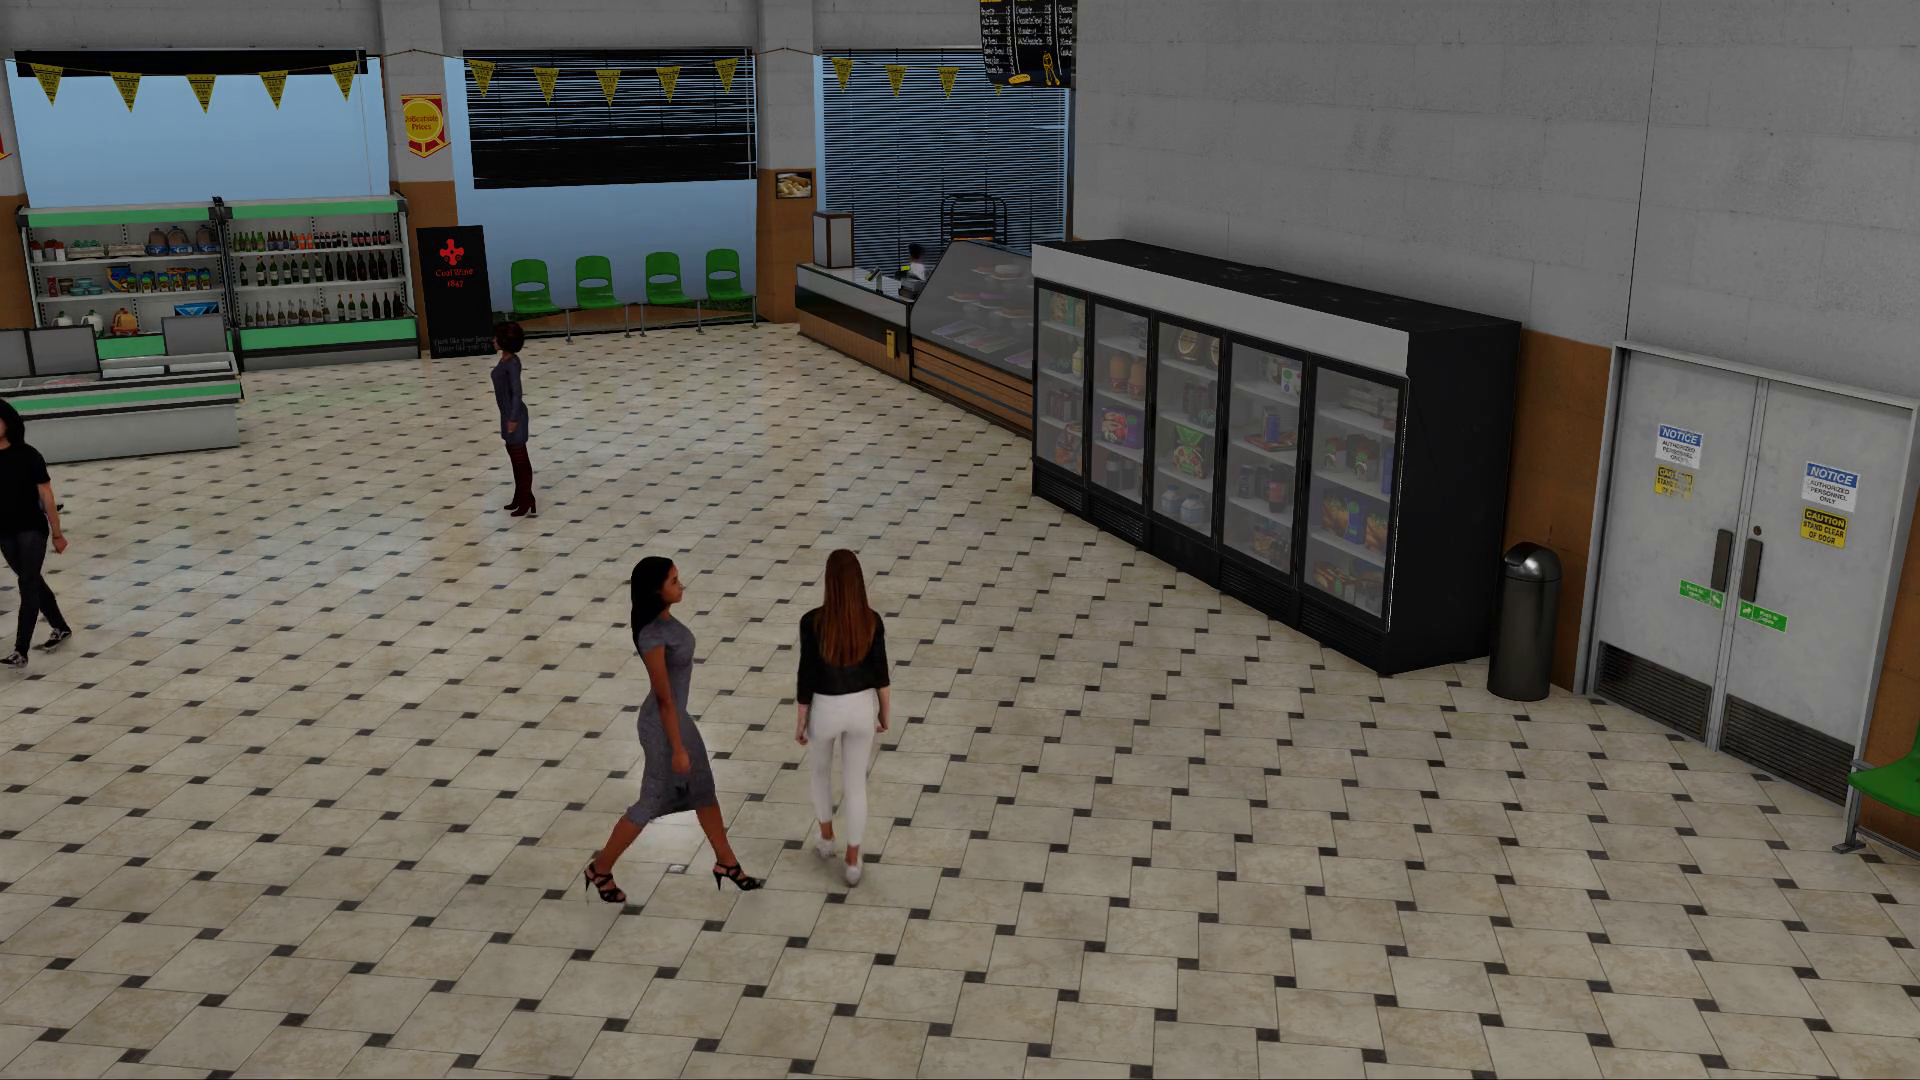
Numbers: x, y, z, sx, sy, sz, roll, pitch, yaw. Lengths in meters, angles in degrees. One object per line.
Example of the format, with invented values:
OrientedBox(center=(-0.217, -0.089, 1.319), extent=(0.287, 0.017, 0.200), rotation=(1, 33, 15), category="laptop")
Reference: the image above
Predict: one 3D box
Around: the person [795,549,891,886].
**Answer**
OrientedBox(center=(-0.577, 0.898, 8.152), extent=(0.748, 1.690, 0.800), rotation=(-2, 17, -8), category="person")

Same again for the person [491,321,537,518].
OrientedBox(center=(-3.919, -1.072, 14.605), extent=(0.503, 1.710, 0.578), rotation=(-7, 18, -23), category="person")

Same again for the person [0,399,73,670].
OrientedBox(center=(-6.262, -0.083, 11.193), extent=(1.131, 1.802, 1.079), rotation=(2, 17, 8), category="person")

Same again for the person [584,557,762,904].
OrientedBox(center=(-1.485, 0.958, 7.873), extent=(1.143, 1.737, 0.875), rotation=(0, 17, -1), category="person")

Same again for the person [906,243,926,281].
OrientedBox(center=(-0.617, -3.568, 23.621), extent=(0.751, 1.248, 0.699), rotation=(-16, 23, -42), category="person")
